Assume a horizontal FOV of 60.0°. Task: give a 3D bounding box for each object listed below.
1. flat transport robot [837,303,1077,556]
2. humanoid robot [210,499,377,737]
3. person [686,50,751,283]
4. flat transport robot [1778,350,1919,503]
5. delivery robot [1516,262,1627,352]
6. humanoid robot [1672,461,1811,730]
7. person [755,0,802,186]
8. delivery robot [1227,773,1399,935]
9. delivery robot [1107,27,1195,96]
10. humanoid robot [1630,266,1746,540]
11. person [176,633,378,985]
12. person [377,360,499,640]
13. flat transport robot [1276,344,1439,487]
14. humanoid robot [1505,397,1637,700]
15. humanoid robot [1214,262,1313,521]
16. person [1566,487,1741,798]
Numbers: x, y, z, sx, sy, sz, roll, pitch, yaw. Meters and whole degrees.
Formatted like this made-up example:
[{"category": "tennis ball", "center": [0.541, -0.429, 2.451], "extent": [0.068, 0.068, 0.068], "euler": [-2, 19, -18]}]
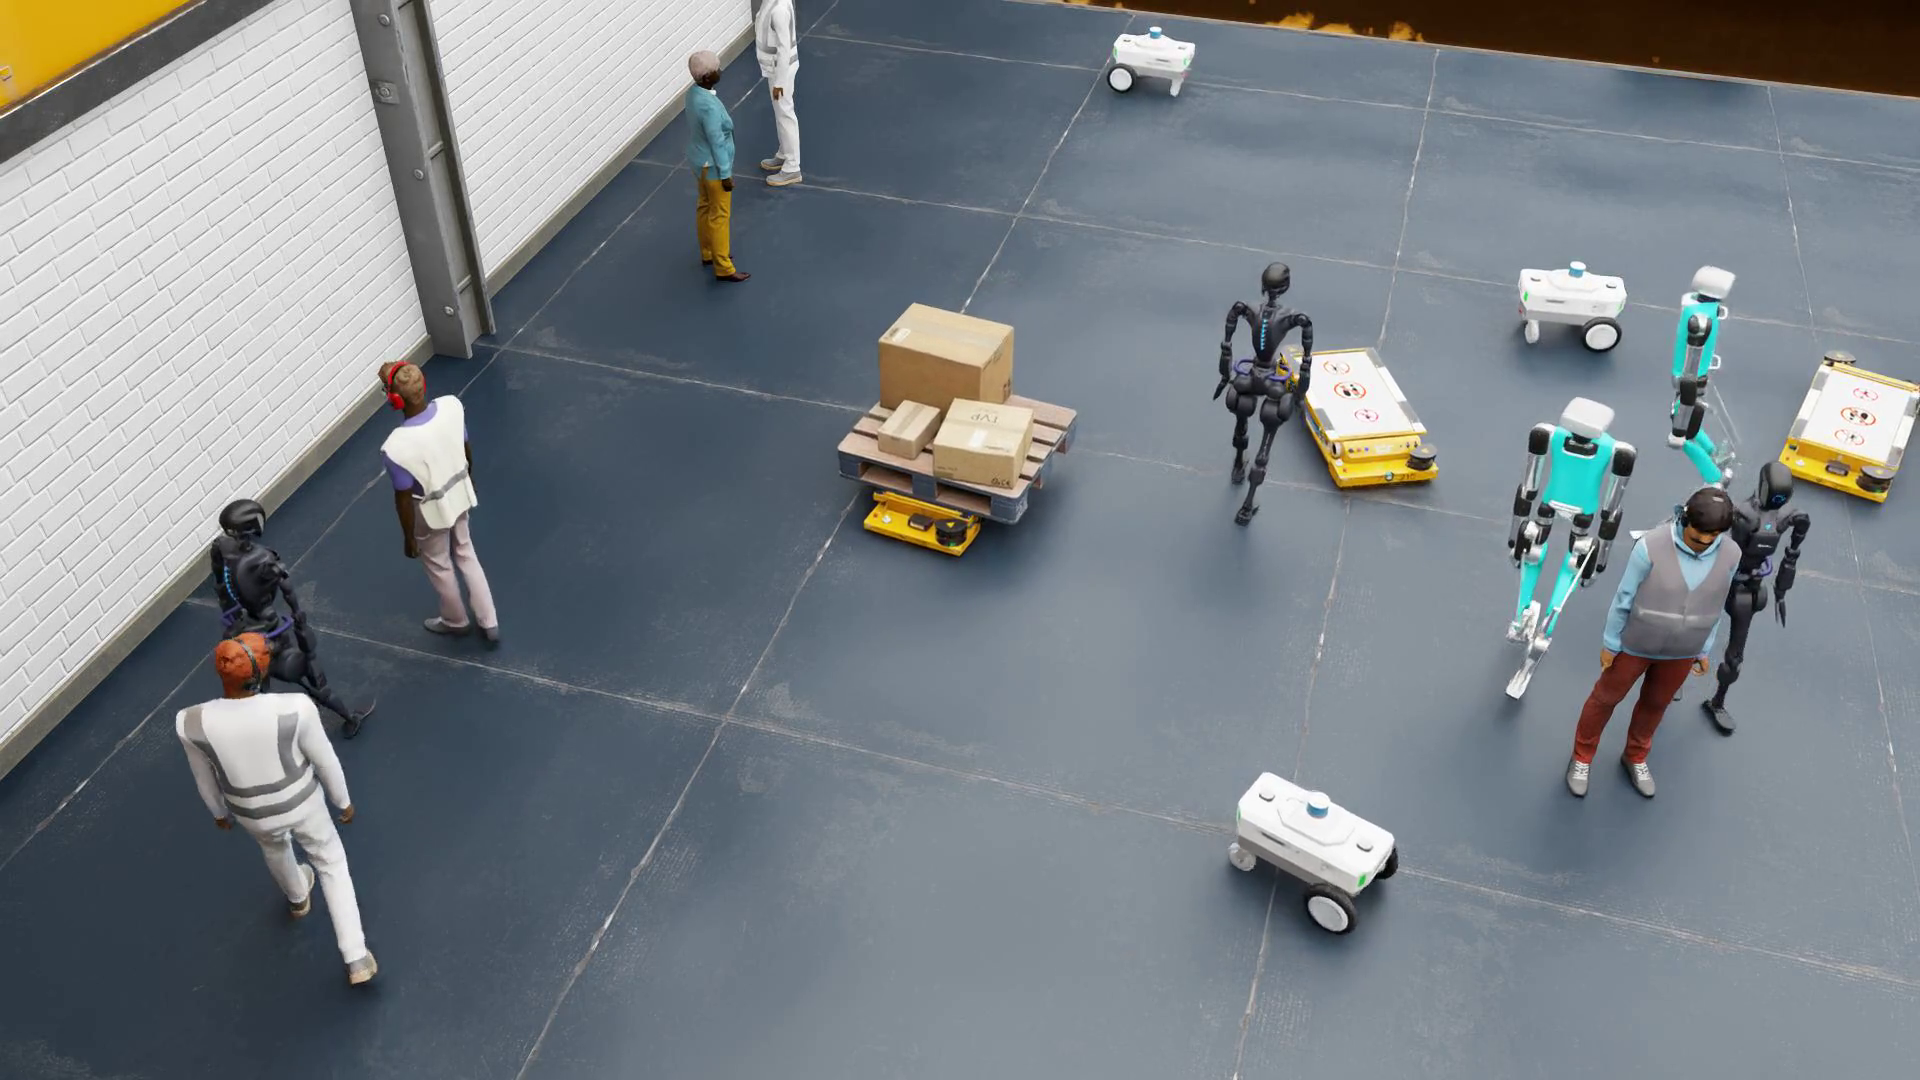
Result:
[{"category": "flat transport robot", "center": [0.002, -0.443, 10.556], "extent": [0.659, 0.231, 1.431], "euler": [16, 42, 19]}, {"category": "humanoid robot", "center": [-3.438, 0.479, 8.316], "extent": [0.610, 1.628, 0.756], "euler": [17, 42, 20]}, {"category": "person", "center": [-1.804, -2.747, 12.236], "extent": [0.338, 1.753, 0.535], "euler": [-18, 42, -21]}, {"category": "flat transport robot", "center": [5.889, -0.766, 10.957], "extent": [0.659, 0.231, 1.431], "euler": [22, 44, 25]}, {"category": "delivery robot", "center": [4.385, -1.693, 11.893], "extent": [0.780, 0.609, 0.502], "euler": [7, 39, 9]}, {"category": "humanoid robot", "center": [3.980, 0.249, 8.577], "extent": [0.600, 1.638, 0.496], "euler": [2, 39, 2]}, {"category": "person", "center": [-1.482, -3.804, 13.448], "extent": [0.356, 1.884, 0.574], "euler": [-7, 39, -9]}, {"category": "delivery robot", "center": [1.697, 1.450, 7.960], "extent": [0.753, 0.579, 0.499], "euler": [25, 45, 28]}, {"category": "delivery robot", "center": [1.754, -4.401, 15.237], "extent": [0.750, 0.578, 0.499], "euler": [13, 41, 16]}, {"category": "humanoid robot", "center": [4.437, -0.715, 9.740], "extent": [0.782, 1.791, 0.570], "euler": [14, 41, 17]}, {"category": "person", "center": [-2.991, 1.172, 7.289], "extent": [0.610, 1.853, 0.855], "euler": [-9, 40, -11]}, {"category": "person", "center": [-2.820, -0.175, 8.973], "extent": [0.511, 1.834, 0.583], "euler": [18, 42, 21]}, {"category": "flat transport robot", "center": [2.618, -0.862, 11.076], "extent": [0.659, 0.231, 1.431], "euler": [-5, 39, -7]}, {"category": "humanoid robot", "center": [3.074, 0.115, 8.684], "extent": [0.556, 1.731, 1.016], "euler": [20, 43, 23]}, {"category": "humanoid robot", "center": [1.843, -0.947, 10.071], "extent": [0.591, 1.633, 0.674], "euler": [15, 41, 18]}, {"category": "person", "center": [3.394, 0.490, 8.112], "extent": [0.533, 1.878, 0.412], "euler": [2, 39, 2]}]
